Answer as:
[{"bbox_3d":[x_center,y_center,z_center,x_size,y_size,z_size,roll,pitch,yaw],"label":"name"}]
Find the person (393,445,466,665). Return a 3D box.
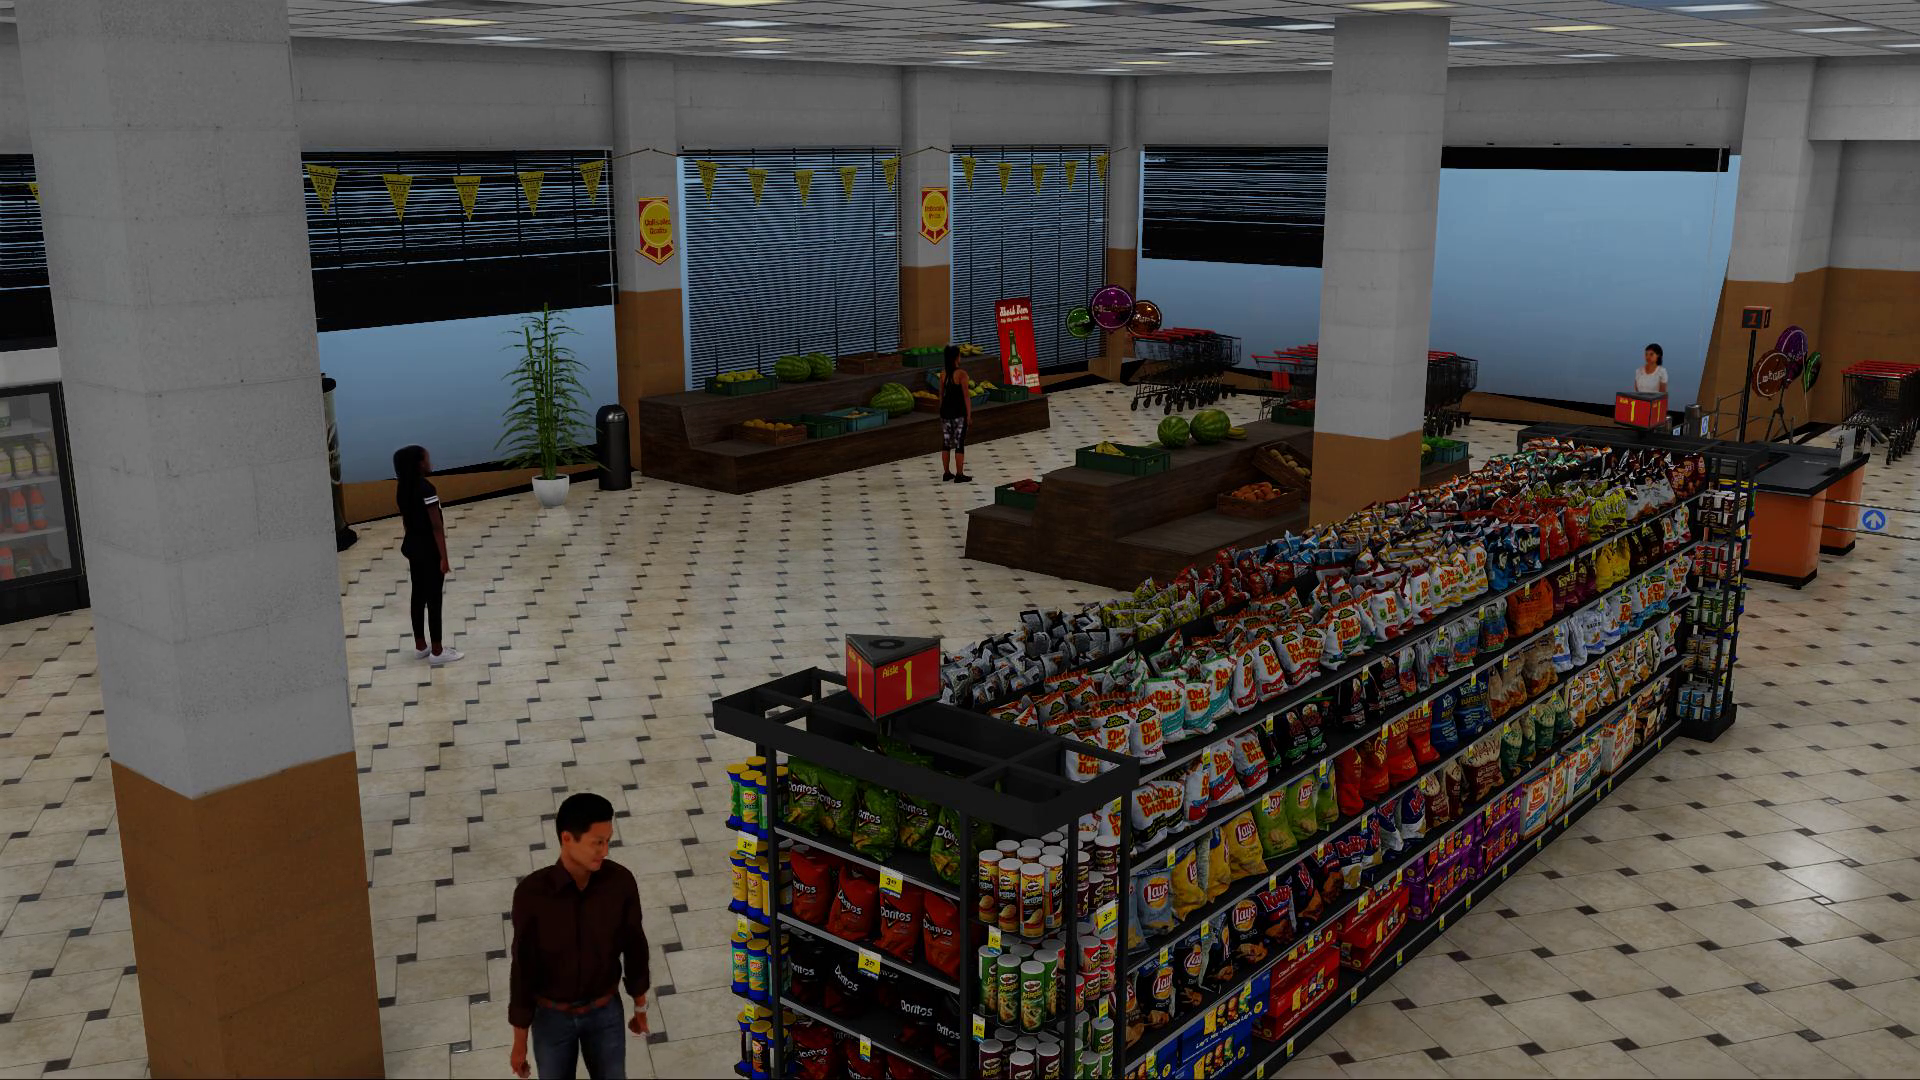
[{"bbox_3d":[-4.193,0.101,13.040,0.598,1.729,0.570,11,17,38],"label":"person"}]

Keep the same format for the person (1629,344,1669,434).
[{"bbox_3d":[8.352,-1.551,20.072,0.675,1.625,0.615,-12,18,-41],"label":"person"}]

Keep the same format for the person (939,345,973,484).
[{"bbox_3d":[-0.072,-1.516,19.874,0.584,1.648,0.534,10,17,36],"label":"person"}]

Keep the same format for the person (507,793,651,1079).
[{"bbox_3d":[-1.437,1.737,6.219,0.835,1.763,0.906,-3,14,-13],"label":"person"}]
